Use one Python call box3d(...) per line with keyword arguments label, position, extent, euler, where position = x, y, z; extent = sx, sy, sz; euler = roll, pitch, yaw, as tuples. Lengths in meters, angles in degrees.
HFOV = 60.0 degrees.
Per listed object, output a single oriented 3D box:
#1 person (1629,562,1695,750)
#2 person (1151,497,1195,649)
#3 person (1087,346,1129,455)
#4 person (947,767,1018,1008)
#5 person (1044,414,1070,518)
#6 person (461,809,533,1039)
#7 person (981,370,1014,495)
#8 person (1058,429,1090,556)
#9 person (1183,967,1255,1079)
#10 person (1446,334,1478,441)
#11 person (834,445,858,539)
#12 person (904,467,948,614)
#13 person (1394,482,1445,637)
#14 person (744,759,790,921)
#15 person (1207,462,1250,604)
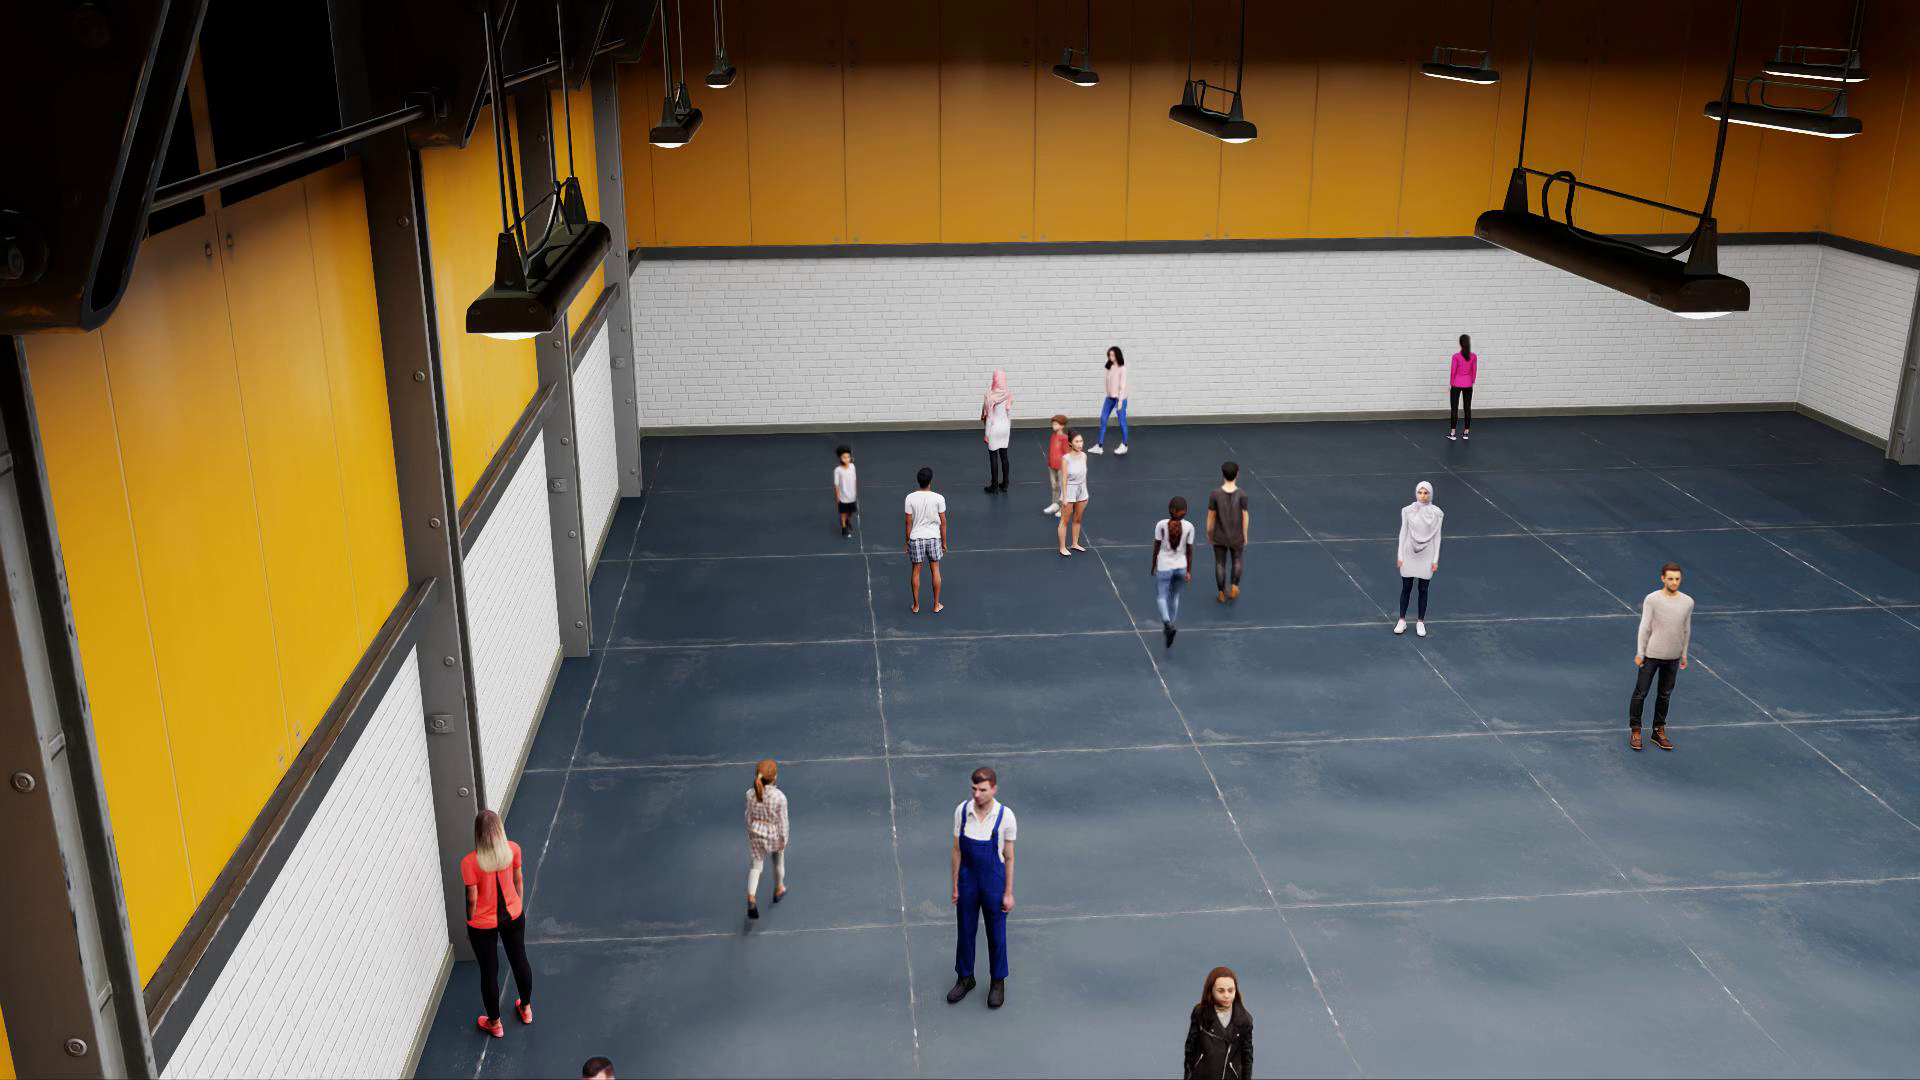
box3d(label="person", position=(6.713, 1.094, 15.936), extent=(0.660, 1.868, 0.583), euler=(0, 19, -1))
box3d(label="person", position=(2.341, 0.369, 18.341), extent=(0.594, 1.706, 0.910), euler=(-1, 19, -3))
box3d(label="person", position=(2.508, -2.167, 25.832), extent=(1.017, 1.732, 1.032), euler=(-12, 22, -33))
box3d(label="person", position=(0.174, 2.452, 11.930), extent=(0.710, 1.849, 0.712), euler=(6, 20, 17))
box3d(label="person", position=(1.373, -1.045, 22.992), extent=(0.658, 1.416, 0.567), euler=(-13, 23, -34))
box3d(label="person", position=(-3.226, 2.649, 11.590), extent=(0.676, 1.694, 0.706), euler=(-15, 24, -38))
box3d(label="person", position=(0.550, -1.564, 23.926), extent=(0.735, 1.804, 0.760), euler=(-13, 22, -33))
box3d(label="person", position=(1.461, -0.618, 21.425), extent=(0.649, 1.609, 0.675), euler=(-14, 23, -36))
box3d(label="person", position=(1.568, 3.256, 10.119), extent=(0.633, 1.482, 0.623), euler=(6, 19, 16))
box3d(label="person", position=(8.086, -2.471, 26.784), extent=(0.576, 1.699, 0.538), euler=(-1, 19, -4))
box3d(label="person", position=(-1.546, -0.665, 22.126), extent=(0.592, 1.251, 0.643), euler=(-12, 22, -31))
box3d(label="person", position=(-0.412, 0.002, 19.393), extent=(0.670, 1.731, 0.563), euler=(1, 19, 2))
box3d(label="person", position=(5.163, 0.196, 18.746), extent=(0.676, 1.776, 0.649), euler=(5, 19, 15))
box3d(label="person", position=(-1.550, 2.358, 13.083), extent=(0.688, 1.292, 0.949), euler=(4, 19, 12))
box3d(label="person", position=(3.162, -0.065, 19.638), extent=(0.749, 1.702, 0.773), euler=(5, 19, 14))
